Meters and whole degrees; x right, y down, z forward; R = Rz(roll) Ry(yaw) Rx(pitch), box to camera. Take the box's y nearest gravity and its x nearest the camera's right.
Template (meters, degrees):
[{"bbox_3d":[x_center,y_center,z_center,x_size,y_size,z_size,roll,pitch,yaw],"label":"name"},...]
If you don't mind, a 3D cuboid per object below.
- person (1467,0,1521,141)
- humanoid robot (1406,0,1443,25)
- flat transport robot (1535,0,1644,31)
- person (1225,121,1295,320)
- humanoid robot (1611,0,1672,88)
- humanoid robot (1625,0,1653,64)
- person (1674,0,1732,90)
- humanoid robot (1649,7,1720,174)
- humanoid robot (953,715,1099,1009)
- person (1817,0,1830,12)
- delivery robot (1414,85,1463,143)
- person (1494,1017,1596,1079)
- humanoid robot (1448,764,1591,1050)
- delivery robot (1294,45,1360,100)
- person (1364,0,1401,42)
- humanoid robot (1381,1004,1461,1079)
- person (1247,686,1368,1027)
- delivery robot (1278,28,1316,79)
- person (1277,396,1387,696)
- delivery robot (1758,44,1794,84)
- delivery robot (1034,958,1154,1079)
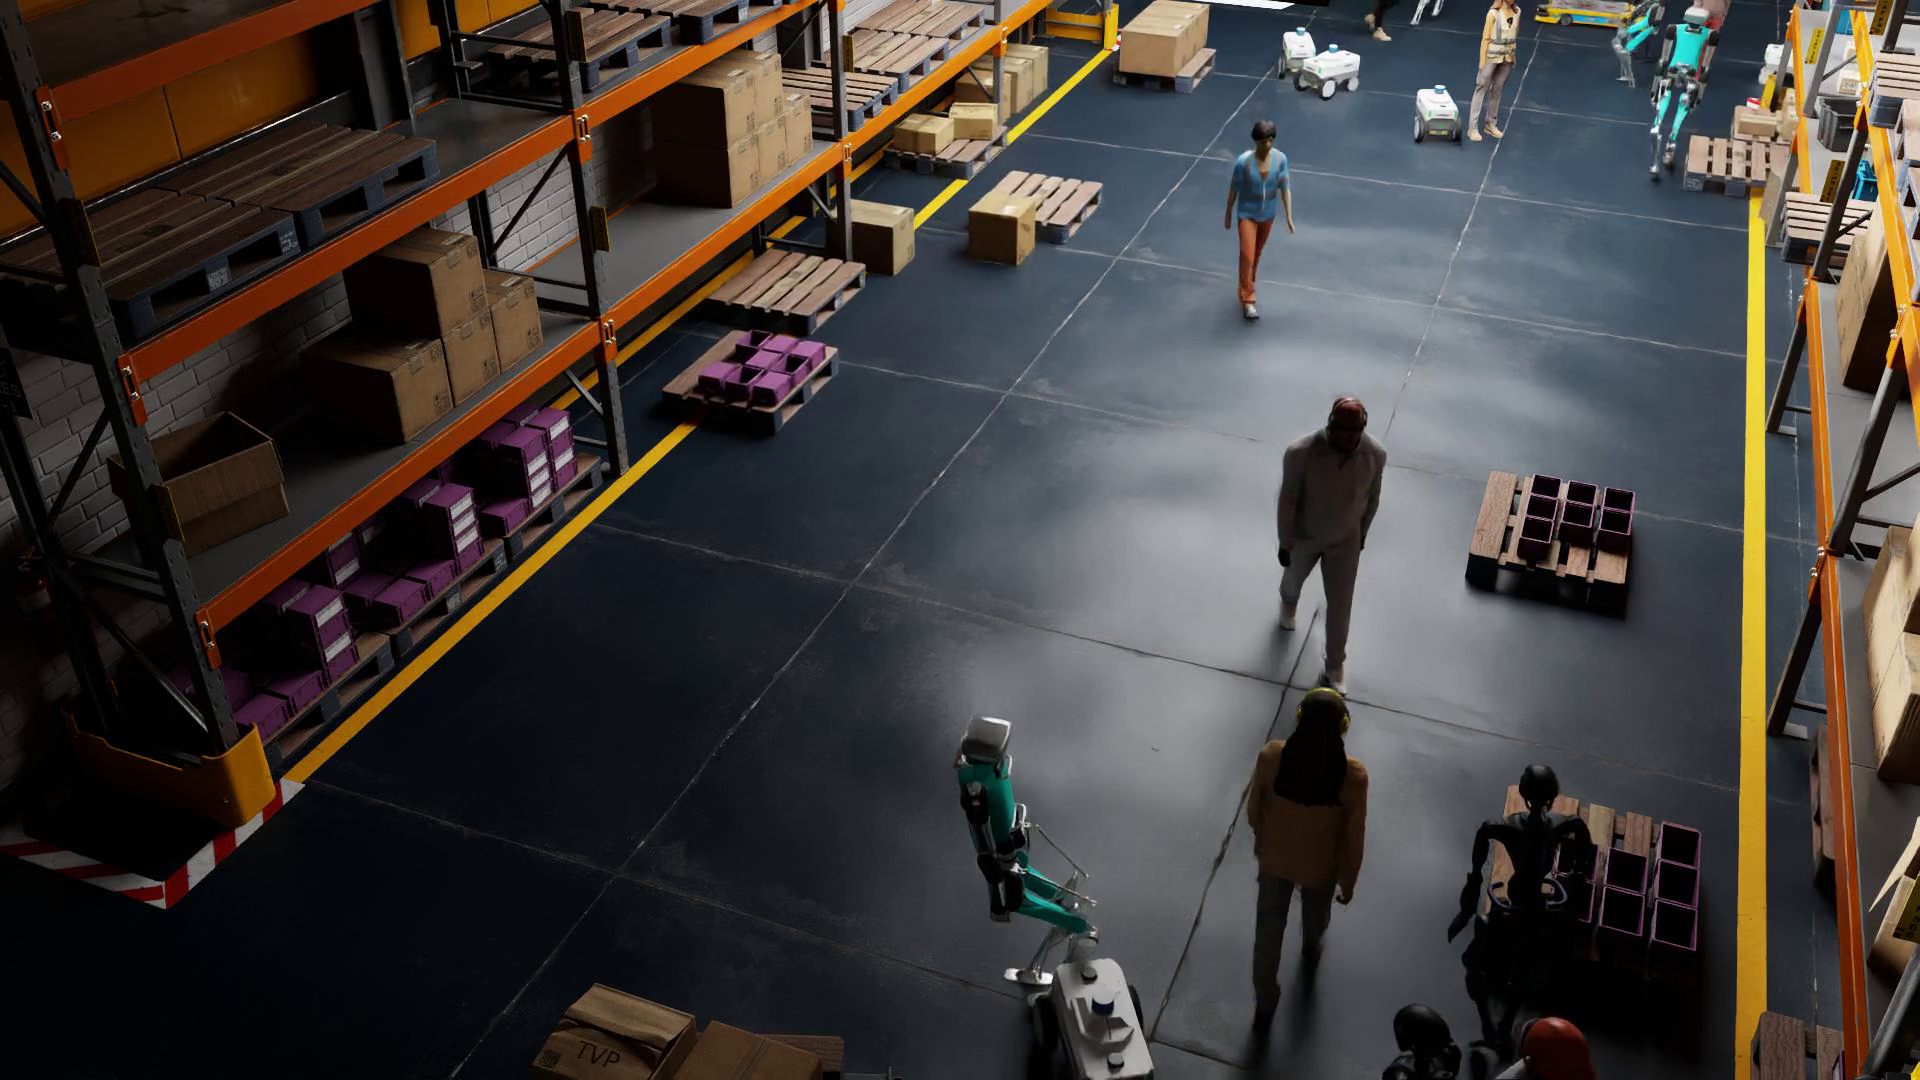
[{"bbox_3d":[5.967,-5.330,18.449,0.478,1.777,0.306,-13,35,-19],"label":"person"},{"bbox_3d":[6.367,-7.822,22.345,0.569,1.754,0.962,24,40,32],"label":"humanoid robot"},{"bbox_3d":[8.630,-7.190,22.720,1.431,0.231,0.659,11,34,16],"label":"flat transport robot"},{"bbox_3d":[2.643,-2.820,14.602,0.505,1.710,0.894,-7,33,-10],"label":"person"},{"bbox_3d":[8.201,-6.314,20.022,0.803,1.776,0.531,9,34,14],"label":"humanoid robot"},{"bbox_3d":[8.646,-6.796,20.818,0.404,1.644,0.601,0,33,1],"label":"humanoid robot"},{"bbox_3d":[8.969,-6.276,19.948,0.526,1.740,0.513,-10,34,-15],"label":"person"},{"bbox_3d":[7.486,-4.619,17.388,0.544,1.734,1.036,14,35,20],"label":"humanoid robot"},{"bbox_3d":[0.393,1.569,7.808,0.841,1.752,0.555,4,33,6],"label":"humanoid robot"},{"bbox_3d":[10.922,-6.792,20.628,0.530,1.870,0.390,0,33,0],"label":"person"},{"bbox_3d":[5.393,-4.832,18.795,0.520,0.582,0.741,1,33,2],"label":"delivery robot"},{"bbox_3d":[2.187,2.476,6.404,0.586,1.735,0.464,-18,37,-26],"label":"person"},{"bbox_3d":[2.581,1.726,7.616,0.606,1.643,0.381,-2,33,-4],"label":"humanoid robot"},{"bbox_3d":[4.460,-5.668,20.102,0.775,0.596,0.499,-20,38,-27],"label":"delivery robot"},{"bbox_3d":[5.559,-7.341,21.647,0.411,1.673,0.534,23,39,31],"label":"person"},{"bbox_3d":[1.770,2.454,6.517,0.697,1.622,0.590,27,41,35],"label":"humanoid robot"},{"bbox_3d":[1.650,1.413,7.958,0.564,1.832,0.916,10,34,15],"label":"person"},{"bbox_3d":[4.219,-6.078,20.712,0.499,0.570,0.750,2,33,3],"label":"delivery robot"},{"bbox_3d":[2.245,-0.069,10.239,0.641,1.856,0.999,1,33,2],"label":"person"},{"bbox_3d":[10.245,-5.831,20.354,0.779,0.597,0.499,16,36,23],"label":"delivery robot"},{"bbox_3d":[0.650,2.320,7.748,0.499,0.606,0.809,-5,33,-8],"label":"delivery robot"}]
